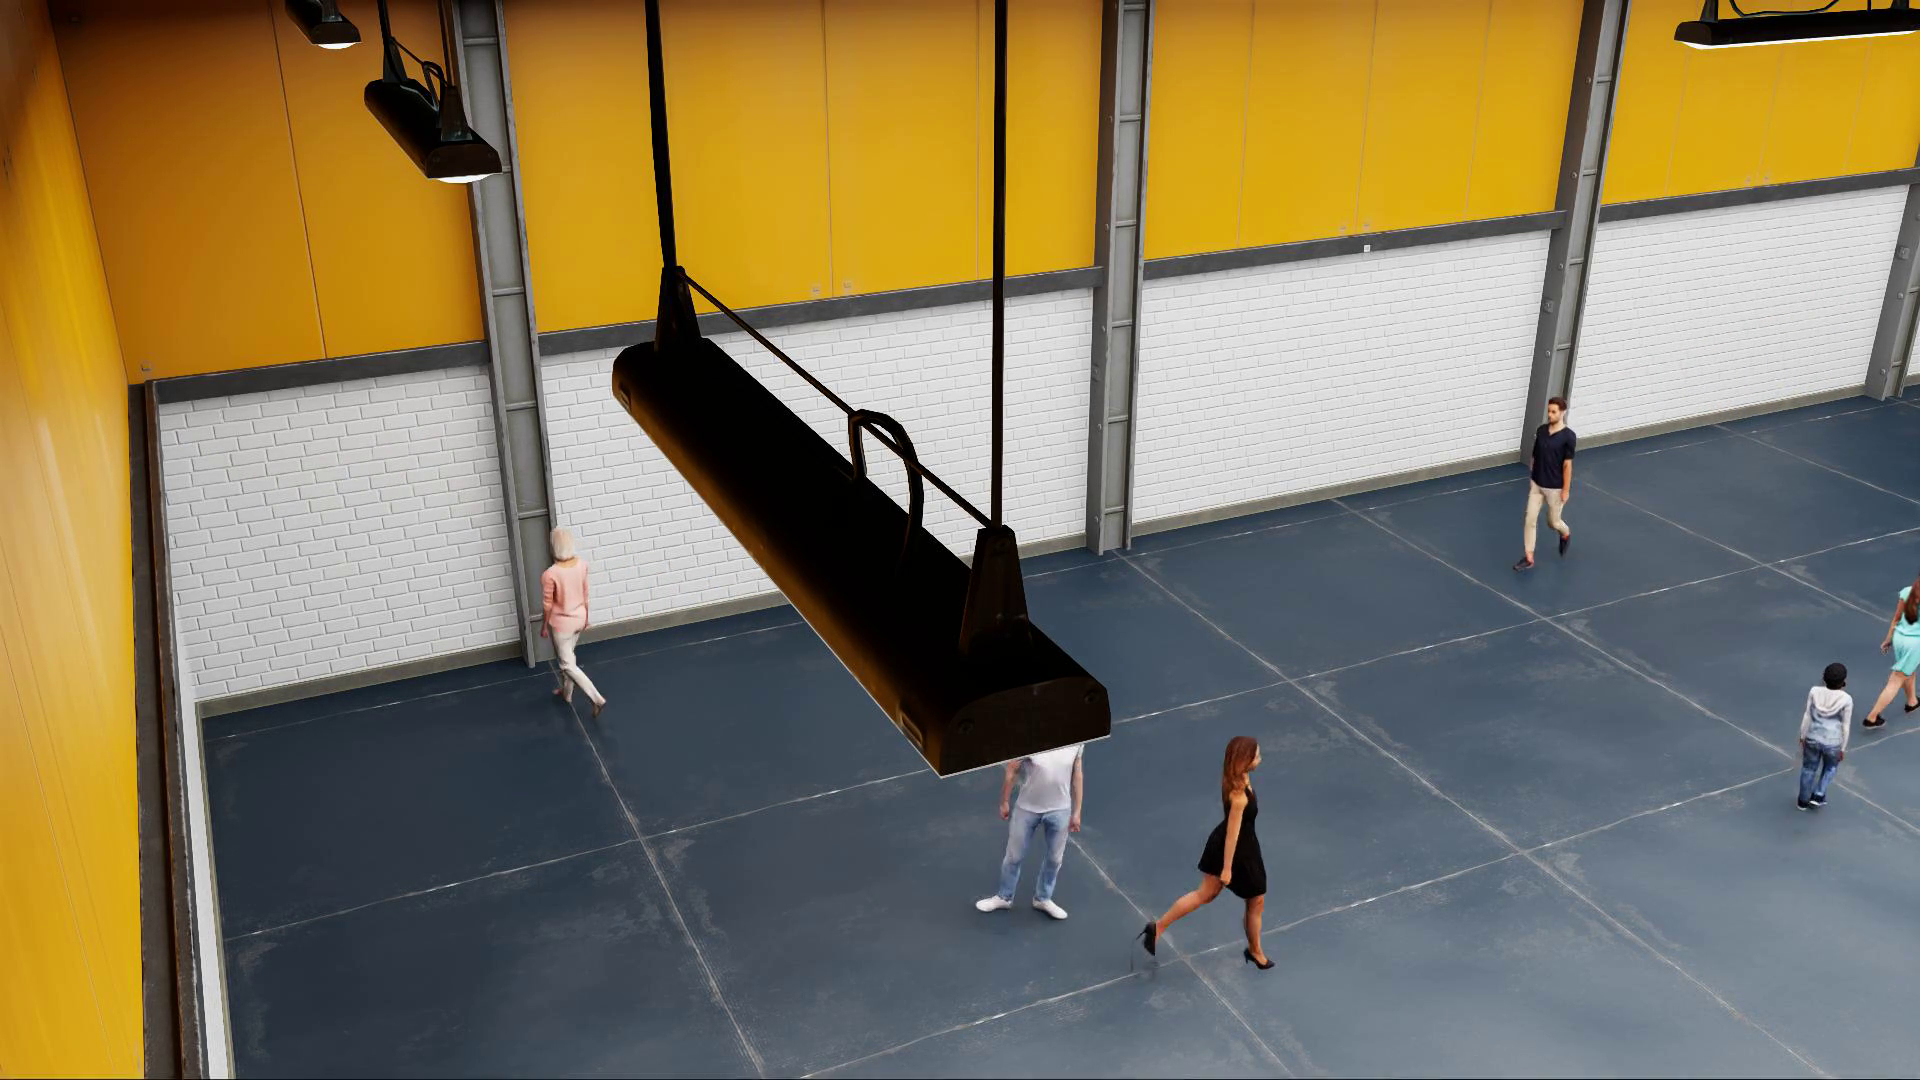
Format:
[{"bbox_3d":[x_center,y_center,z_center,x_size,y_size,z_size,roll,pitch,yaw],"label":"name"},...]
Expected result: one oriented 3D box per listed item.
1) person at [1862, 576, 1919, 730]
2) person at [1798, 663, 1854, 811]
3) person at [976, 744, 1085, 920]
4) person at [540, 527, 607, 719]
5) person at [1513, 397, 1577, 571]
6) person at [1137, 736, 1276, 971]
[{"bbox_3d":[7.950,0.922,13.998,1.056,1.512,0.564,-10,25,-21],"label":"person"},{"bbox_3d":[6.673,1.549,12.885,0.583,1.254,0.621,18,29,35],"label":"person"},{"bbox_3d":[0.513,1.836,11.518,0.706,1.823,1.004,1,24,3],"label":"person"},{"bbox_3d":[-3.309,0.730,14.201,0.972,1.701,1.065,17,29,34],"label":"person"},{"bbox_3d":[6.071,-0.573,17.017,1.101,1.833,0.827,-18,29,-35],"label":"person"},{"bbox_3d":[1.684,2.105,10.933,1.234,1.799,0.922,0,24,0],"label":"person"}]
